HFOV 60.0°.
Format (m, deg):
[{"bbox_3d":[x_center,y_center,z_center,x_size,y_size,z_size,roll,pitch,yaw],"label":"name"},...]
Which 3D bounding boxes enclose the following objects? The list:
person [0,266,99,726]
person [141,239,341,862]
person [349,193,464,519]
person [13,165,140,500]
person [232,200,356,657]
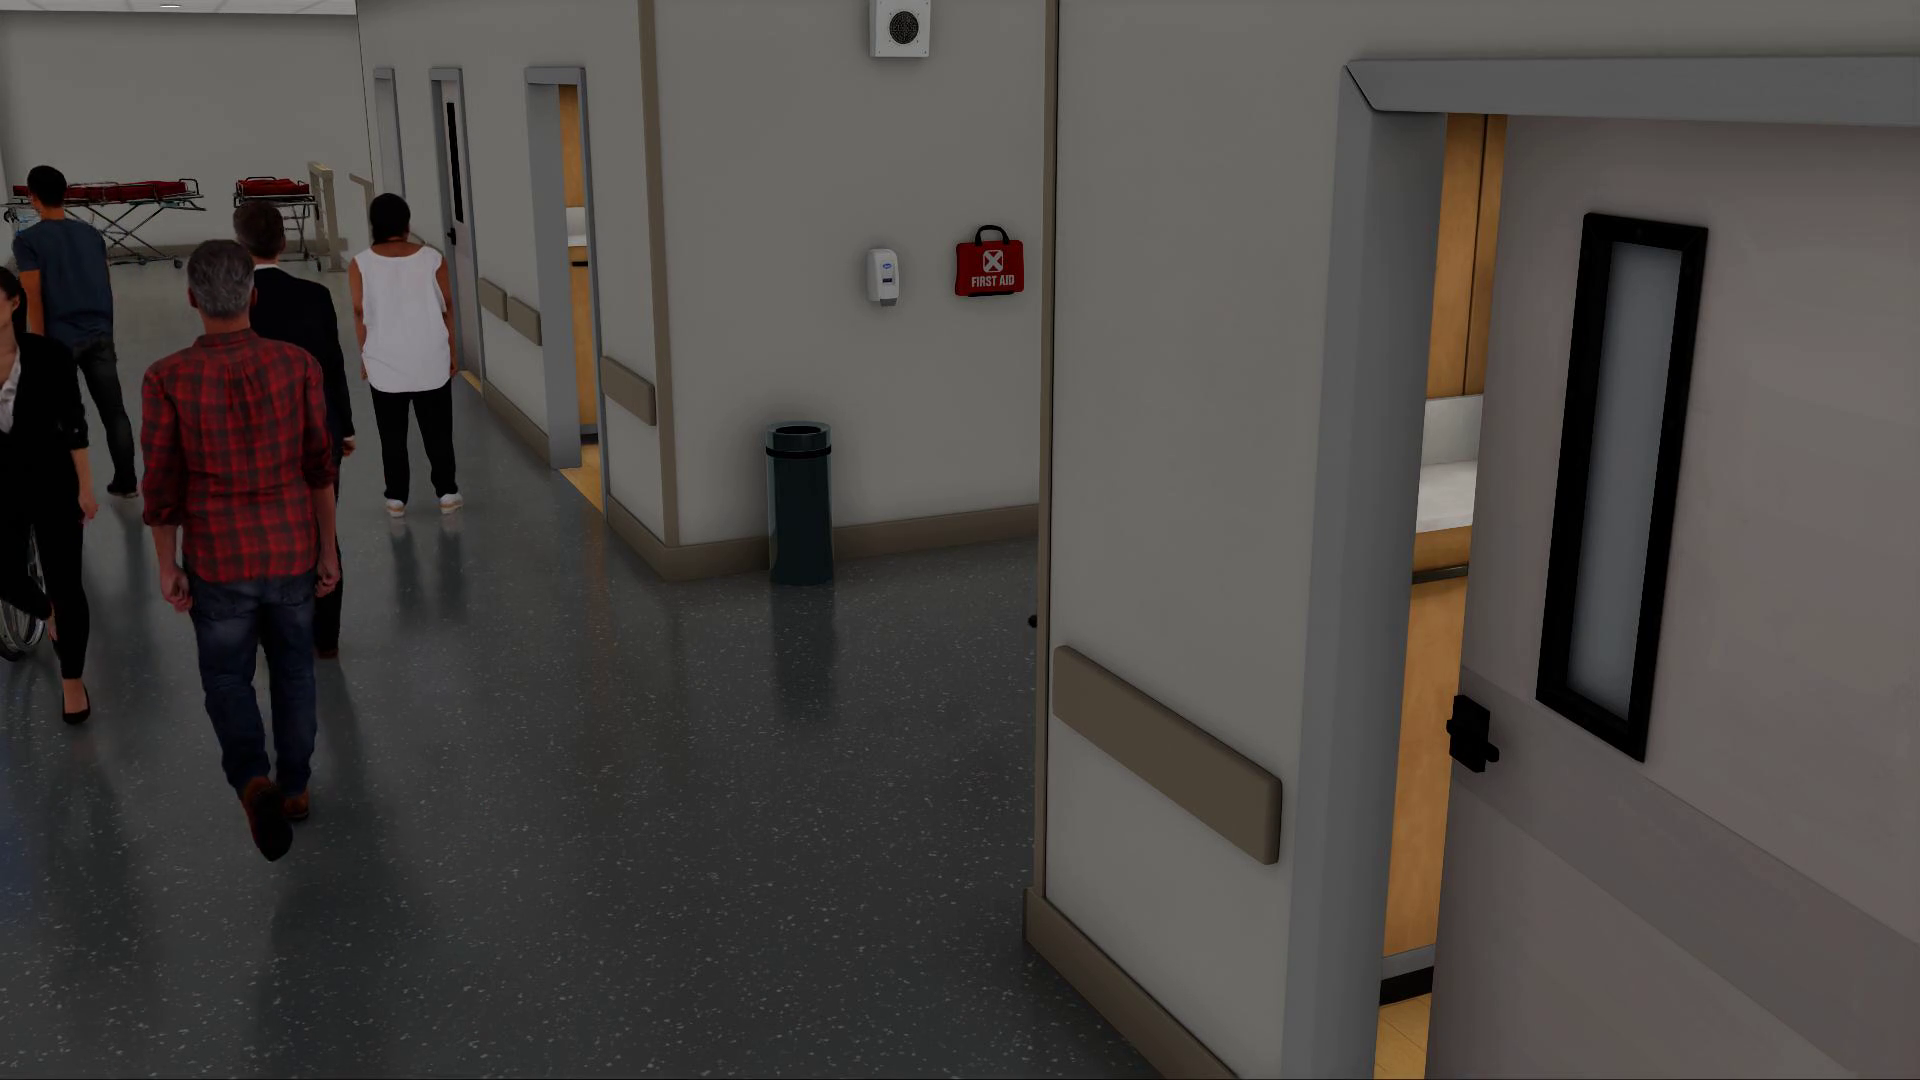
[{"bbox_3d":[-3.331,-0.172,5.994,0.665,1.646,0.851,-5,16,-17],"label":"person"},{"bbox_3d":[-2.065,0.058,4.875,0.740,1.811,1.042,-9,18,-28],"label":"person"},{"bbox_3d":[-2.914,-0.970,8.749,0.698,1.688,0.659,-4,16,-14],"label":"person"},{"bbox_3d":[-4.706,-1.077,8.966,1.163,1.776,0.972,12,20,38],"label":"person"},{"bbox_3d":[-2.619,-0.403,6.527,0.721,1.802,0.659,-10,18,-31],"label":"person"}]
